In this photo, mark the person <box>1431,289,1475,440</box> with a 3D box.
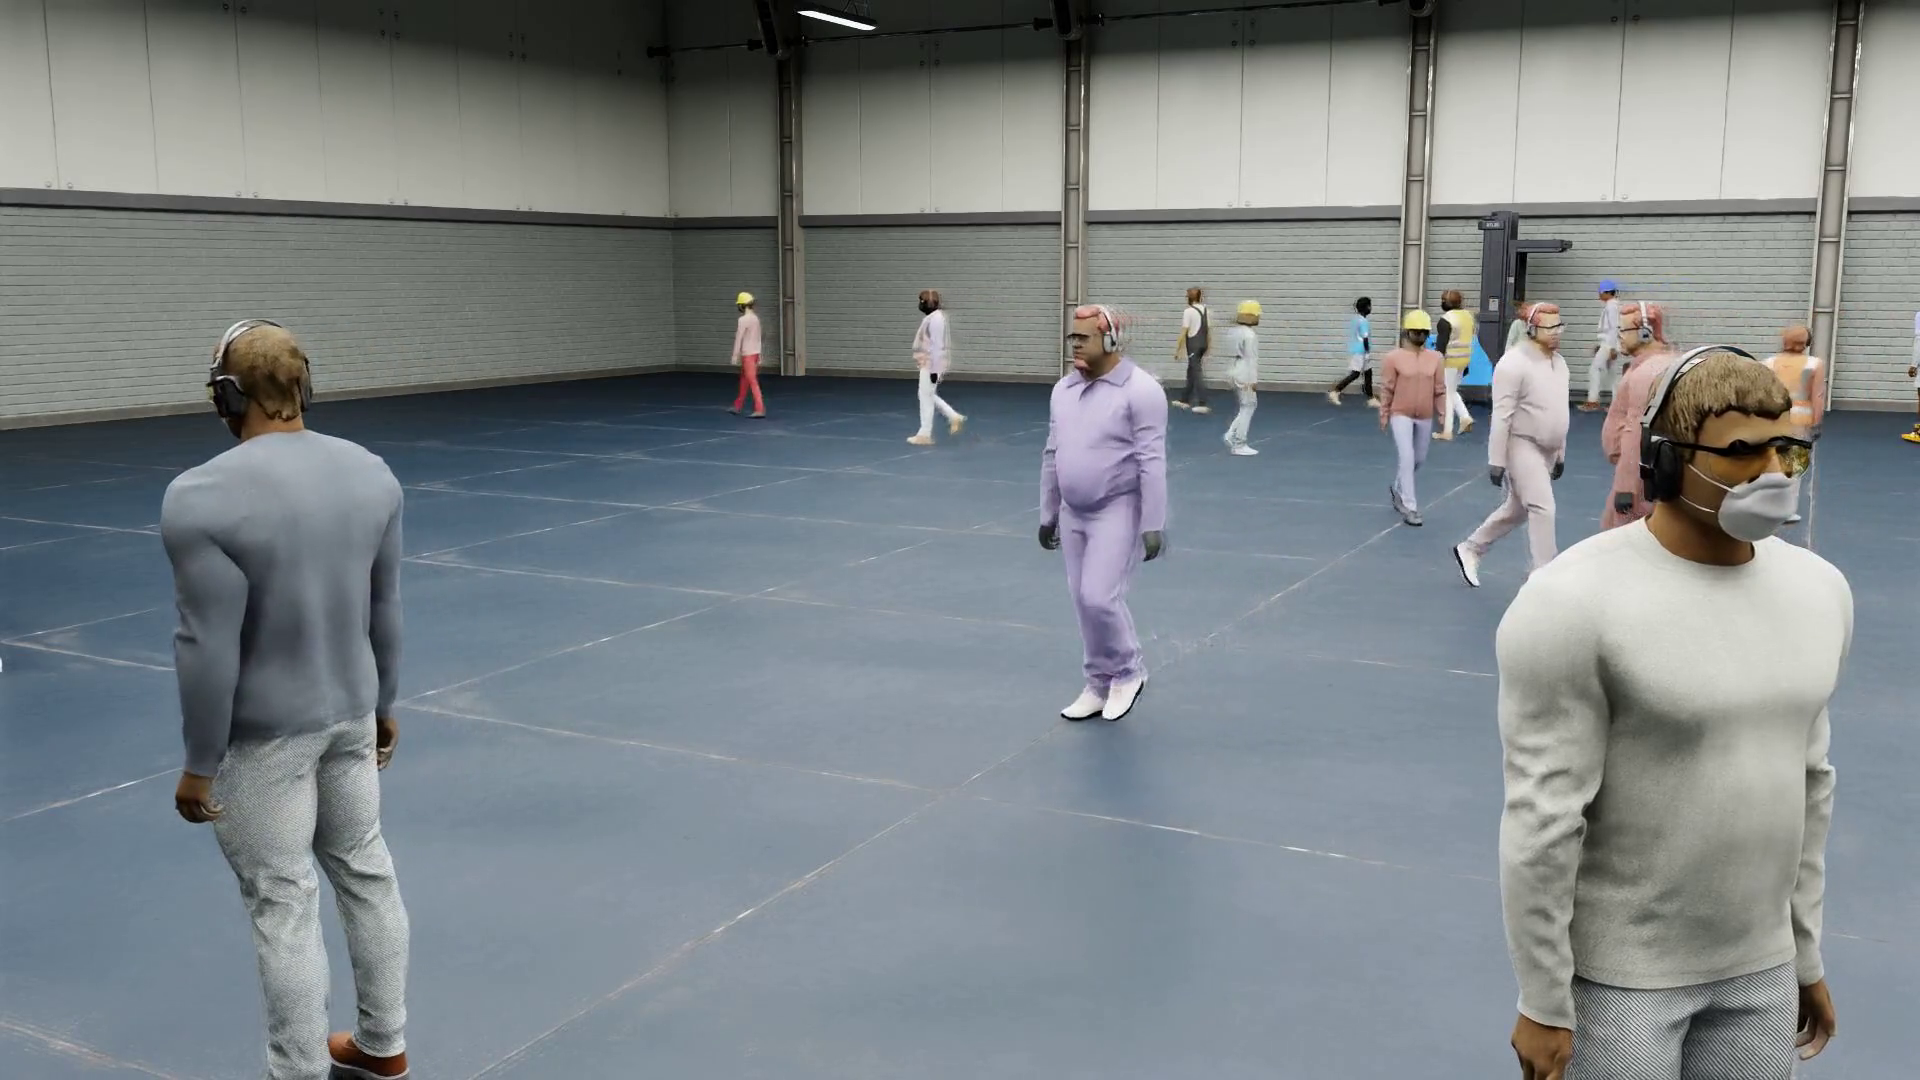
[{"bbox_3d":[5.973,-2.135,20.234,0.650,1.827,0.433,-8,12,-39],"label":"person"}]

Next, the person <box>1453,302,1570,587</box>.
[{"bbox_3d":[3.523,-0.559,10.450,0.651,1.871,0.942,-8,12,-40],"label":"person"}]

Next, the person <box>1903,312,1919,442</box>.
[{"bbox_3d":[11.683,-2.159,20.045,0.543,1.939,0.371,-2,9,-13],"label":"person"}]

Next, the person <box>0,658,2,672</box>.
[{"bbox_3d":[-5.111,-0.223,8.317,0.331,1.872,0.513,6,11,31],"label":"person"}]

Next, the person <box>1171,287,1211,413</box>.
[{"bbox_3d":[3.329,-2.766,24.213,0.893,1.806,0.516,9,13,44],"label":"person"}]

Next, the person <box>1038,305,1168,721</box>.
[{"bbox_3d":[0.605,-0.106,7.512,0.432,1.892,0.678,-8,12,-40],"label":"person"}]

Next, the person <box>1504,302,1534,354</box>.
[{"bbox_3d":[8.180,-2.638,24.046,0.516,1.585,0.838,-8,12,-41],"label":"person"}]

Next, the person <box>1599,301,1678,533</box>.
[{"bbox_3d":[3.684,-0.357,9.084,0.425,1.884,0.659,5,11,30],"label":"person"}]

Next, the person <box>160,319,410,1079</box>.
[{"bbox_3d":[-1.582,0.449,3.964,0.354,1.936,0.635,5,10,27],"label":"person"}]

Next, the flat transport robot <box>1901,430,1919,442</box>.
[{"bbox_3d":[12.054,-1.250,19.698,1.431,0.197,0.652,1,9,7],"label":"flat transport robot"}]

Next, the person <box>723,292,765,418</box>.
[{"bbox_3d":[-3.049,-2.574,23.221,0.697,1.747,0.539,2,10,15],"label":"person"}]

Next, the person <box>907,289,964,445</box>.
[{"bbox_3d":[-0.304,-2.057,19.750,0.606,1.830,0.640,0,9,-2],"label":"person"}]

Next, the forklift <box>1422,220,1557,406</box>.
[{"bbox_3d":[8.245,-3.527,25.720,1.873,2.768,1.129,5,10,27],"label":"forklift"}]

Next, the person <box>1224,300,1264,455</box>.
[{"bbox_3d":[3.223,-1.816,18.577,0.370,1.725,0.501,-2,9,-10],"label":"person"}]

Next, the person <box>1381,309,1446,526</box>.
[{"bbox_3d":[3.710,-1.035,13.730,0.526,1.743,0.795,-1,9,-7],"label":"person"}]

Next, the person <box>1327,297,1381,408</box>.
[{"bbox_3d":[5.960,-2.819,24.966,0.824,1.671,0.530,1,9,7],"label":"person"}]

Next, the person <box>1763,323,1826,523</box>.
[{"bbox_3d":[6.718,-0.939,13.501,0.432,1.627,0.517,-7,12,-37],"label":"person"}]

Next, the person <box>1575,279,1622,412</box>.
[{"bbox_3d":[9.313,-2.816,24.168,0.808,1.912,0.640,4,10,24],"label":"person"}]

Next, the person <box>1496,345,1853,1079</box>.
[{"bbox_3d":[1.115,0.670,2.602,0.630,1.940,0.372,-4,10,-22],"label":"person"}]
